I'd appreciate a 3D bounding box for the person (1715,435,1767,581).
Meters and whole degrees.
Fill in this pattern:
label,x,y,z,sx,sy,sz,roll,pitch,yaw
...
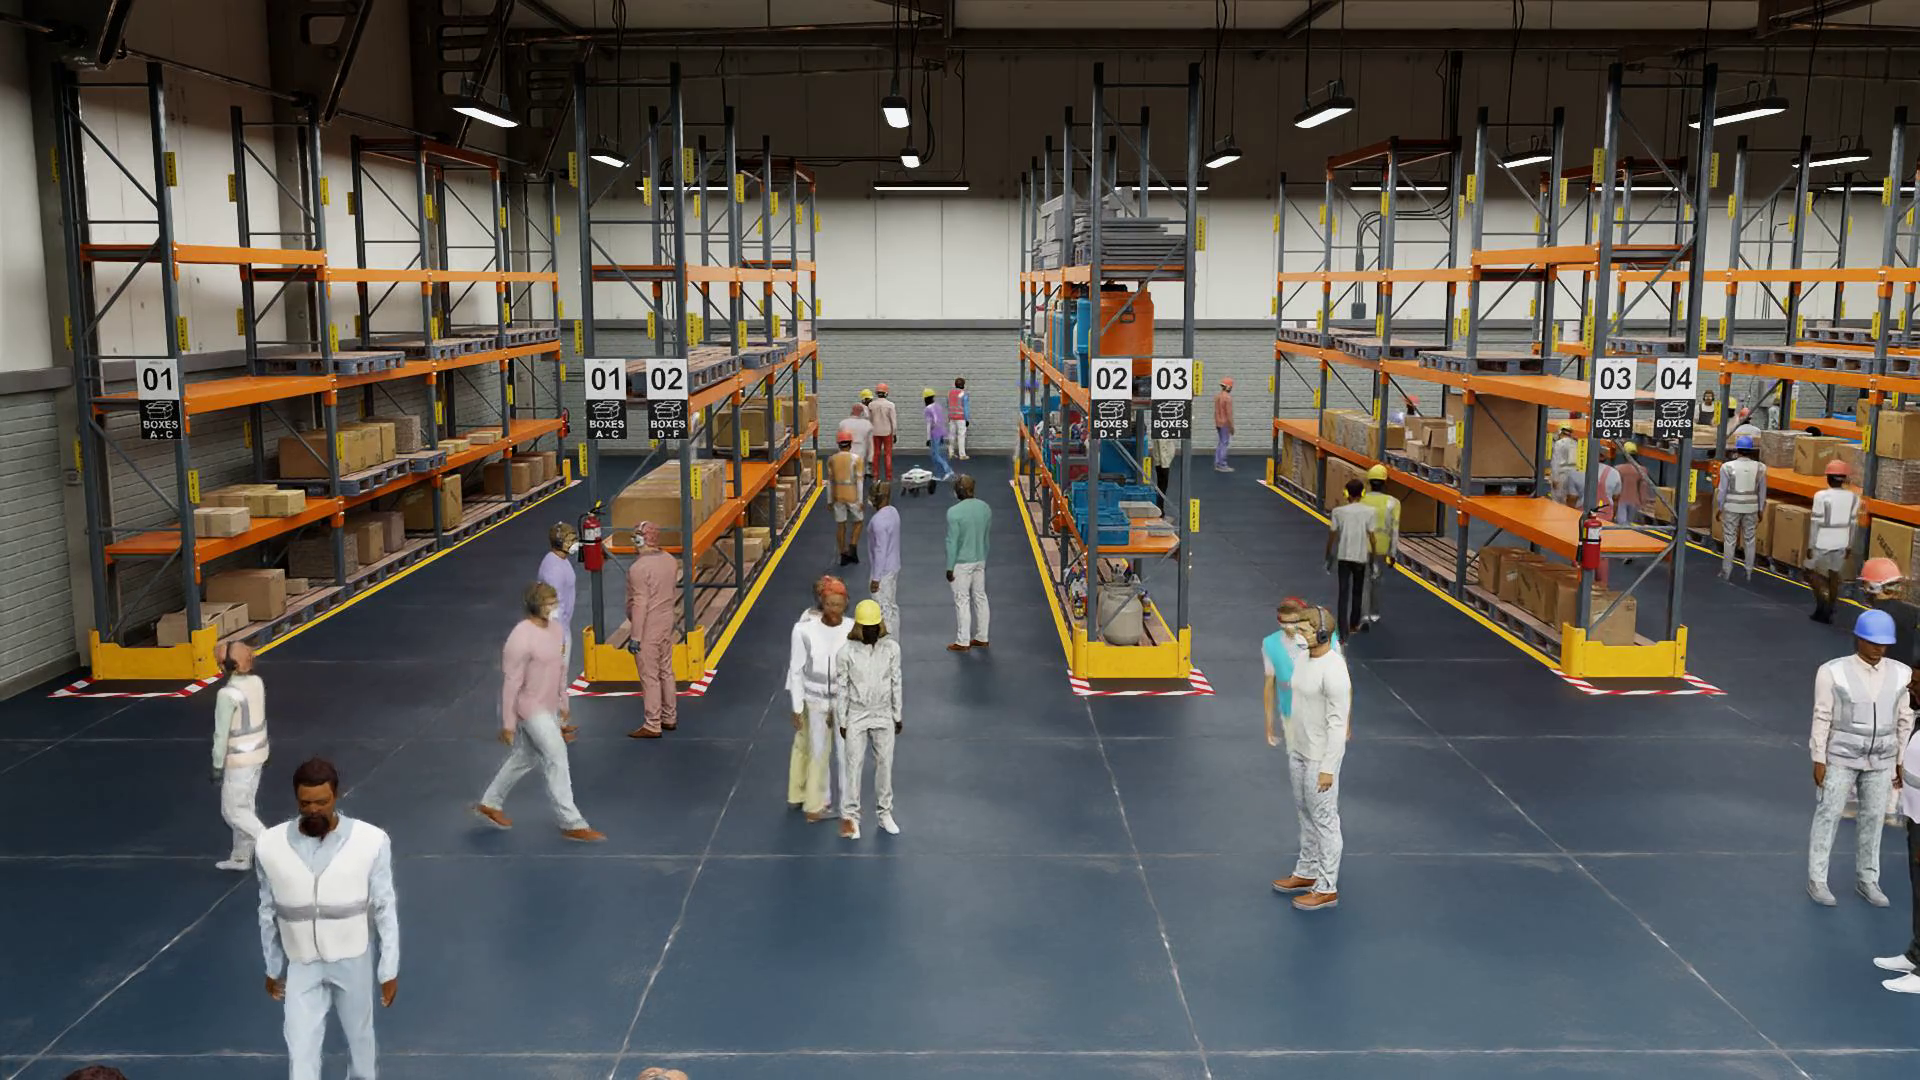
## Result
label,x,y,z,sx,sy,sz,roll,pitch,yaw
person,10.379,-0.417,22.124,0.616,1.945,0.397,1,9,8

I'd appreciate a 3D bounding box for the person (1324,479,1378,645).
label,x,y,z,sx,sy,sz,roll,pitch,yaw
person,4.339,0.228,18.466,0.572,1.795,1.046,2,9,12

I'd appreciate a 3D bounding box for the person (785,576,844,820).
label,x,y,z,sx,sy,sz,roll,pitch,yaw
person,-1.068,1.166,12.363,0.423,1.825,0.573,-3,9,-21

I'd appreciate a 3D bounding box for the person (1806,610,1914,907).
label,x,y,z,sx,sy,sz,roll,pitch,yaw
person,5.727,1.386,10.577,0.602,1.938,0.426,1,9,4

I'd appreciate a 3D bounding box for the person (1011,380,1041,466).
label,x,y,z,sx,sy,sz,roll,pitch,yaw
person,1.564,-2.502,35.717,0.988,1.894,0.629,-1,9,-6

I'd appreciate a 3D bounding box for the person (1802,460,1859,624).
label,x,y,z,sx,sy,sz,roll,pitch,yaw
person,10.107,0.029,19.328,0.583,1.924,0.399,-1,9,-5

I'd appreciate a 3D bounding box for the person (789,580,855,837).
label,x,y,z,sx,sy,sz,roll,pitch,yaw
person,-0.933,1.202,12.101,0.595,1.872,0.699,0,9,2

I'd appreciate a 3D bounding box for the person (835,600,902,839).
label,x,y,z,sx,sy,sz,roll,pitch,yaw
person,-0.644,1.276,11.922,0.486,1.736,0.323,-3,9,-21

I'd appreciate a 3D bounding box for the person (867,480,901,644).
label,x,y,z,sx,sy,sz,roll,pitch,yaw
person,-0.802,0.345,17.255,0.357,1.937,0.637,2,9,12

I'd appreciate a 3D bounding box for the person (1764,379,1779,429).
label,x,y,z,sx,sy,sz,roll,pitch,yaw
person,17.494,-2.522,35.808,0.485,1.903,0.683,2,9,10

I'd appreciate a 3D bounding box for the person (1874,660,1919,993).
label,x,y,z,sx,sy,sz,roll,pitch,yaw
person,5.436,1.588,9.316,0.395,1.920,0.587,4,10,25

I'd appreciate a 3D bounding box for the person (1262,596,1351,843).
label,x,y,z,sx,sy,sz,roll,pitch,yaw
person,2.396,1.280,11.671,0.627,1.799,0.657,6,11,34

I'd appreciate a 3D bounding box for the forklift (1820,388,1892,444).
label,x,y,z,sx,sy,sz,roll,pitch,yaw
forklift,20.072,-3.110,36.462,1.873,2.768,1.129,0,9,0

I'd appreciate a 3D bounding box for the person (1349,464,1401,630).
label,x,y,z,sx,sy,sz,roll,pitch,yaw
person,4.752,0.076,19.155,0.595,1.893,0.941,2,9,11

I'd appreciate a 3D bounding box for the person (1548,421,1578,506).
label,x,y,z,sx,sy,sz,roll,pitch,yaw
person,9.569,-0.984,26.292,0.654,1.789,0.494,-6,11,-34

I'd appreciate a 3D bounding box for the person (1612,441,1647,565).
label,x,y,z,sx,sy,sz,roll,pitch,yaw
person,9.433,-0.529,23.534,0.531,1.729,0.859,0,9,0

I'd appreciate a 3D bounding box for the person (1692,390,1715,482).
label,x,y,z,sx,sy,sz,roll,pitch,yaw
person,14.831,-2.069,33.081,0.507,1.847,0.343,3,9,20

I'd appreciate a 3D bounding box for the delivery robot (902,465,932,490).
label,x,y,z,sx,sy,sz,roll,pitch,yaw
delivery robot,-0.807,-1.154,31.008,0.477,0.478,0.707,4,10,24

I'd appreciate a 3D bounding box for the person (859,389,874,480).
label,x,y,z,sx,sy,sz,roll,pitch,yaw
person,-1.886,-2.125,33.484,0.404,1.829,0.600,4,10,23

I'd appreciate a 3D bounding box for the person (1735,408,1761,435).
label,x,y,z,sx,sy,sz,roll,pitch,yaw
person,13.820,-1.446,29.366,0.574,1.749,0.337,-2,9,-11

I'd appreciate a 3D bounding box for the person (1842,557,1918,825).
label,x,y,z,sx,sy,sz,roll,pitch,yaw
person,6.739,1.110,12.221,0.641,1.977,0.476,-3,9,-21

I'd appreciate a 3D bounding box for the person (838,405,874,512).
label,x,y,z,sx,sy,sz,roll,pitch,yaw
person,-1.825,-1.428,28.962,0.623,1.841,0.963,-2,9,-15

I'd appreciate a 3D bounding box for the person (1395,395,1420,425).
label,x,y,z,sx,sy,sz,roll,pitch,yaw
person,8.330,-1.762,30.929,0.554,1.910,0.859,1,9,8

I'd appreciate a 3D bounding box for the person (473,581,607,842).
label,x,y,z,sx,sy,sz,roll,pitch,yaw
person,-3.053,1.215,11.877,1.033,1.898,0.641,2,9,10

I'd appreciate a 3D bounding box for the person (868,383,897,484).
label,x,y,z,sx,sy,sz,roll,pitch,yaw
person,-1.520,-2.099,32.787,0.612,1.997,0.375,4,9,21

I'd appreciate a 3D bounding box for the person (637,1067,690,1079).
label,x,y,z,sx,sy,sz,roll,pitch,yaw
person,-0.900,2.397,5.020,0.523,1.636,0.311,-1,9,-6

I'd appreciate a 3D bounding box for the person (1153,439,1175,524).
label,x,y,z,sx,sy,sz,roll,pitch,yaw
person,3.377,-1.250,27.385,0.399,1.986,0.608,1,9,8

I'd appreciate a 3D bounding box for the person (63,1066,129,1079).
label,x,y,z,sx,sy,sz,roll,pitch,yaw
person,-2.286,2.328,4.562,0.597,1.916,0.370,-1,9,-5

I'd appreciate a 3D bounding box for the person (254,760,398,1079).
label,x,y,z,sx,sy,sz,roll,pitch,yaw
person,-2.815,1.911,7.398,0.607,1.871,0.949,-2,9,-12

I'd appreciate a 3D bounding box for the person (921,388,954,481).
label,x,y,z,sx,sy,sz,roll,pitch,yaw
person,-0.438,-2.086,33.117,0.720,1.883,0.652,4,10,23

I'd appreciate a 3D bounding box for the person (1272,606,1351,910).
label,x,y,z,sx,sy,sz,roll,pitch,yaw
person,2.263,1.377,10.616,0.372,1.940,0.630,-2,9,-11

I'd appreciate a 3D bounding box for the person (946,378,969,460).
label,x,y,z,sx,sy,sz,roll,pitch,yaw
person,-0.026,-2.720,37.332,0.624,1.835,0.431,8,12,42

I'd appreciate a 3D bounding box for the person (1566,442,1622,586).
label,x,y,z,sx,sy,sz,roll,pitch,yaw
person,7.891,-0.272,20.893,0.684,2.000,0.538,-1,9,-4

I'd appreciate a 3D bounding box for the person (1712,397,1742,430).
label,x,y,z,sx,sy,sz,roll,pitch,yaw
person,13.985,-1.661,30.310,0.597,1.901,0.743,0,9,2

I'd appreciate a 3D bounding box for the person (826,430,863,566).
label,x,y,z,sx,sy,sz,roll,pitch,yaw
person,-1.615,-0.594,23.412,0.566,1.904,0.503,2,9,14

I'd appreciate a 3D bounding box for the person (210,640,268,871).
label,x,y,z,sx,sy,sz,roll,pitch,yaw
person,-4.751,1.463,11.074,0.578,1.620,0.533,0,9,2

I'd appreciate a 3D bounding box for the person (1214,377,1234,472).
label,x,y,z,sx,sy,sz,roll,pitch,yaw
person,5.557,-2.420,34.899,0.405,1.985,0.627,-3,9,-16

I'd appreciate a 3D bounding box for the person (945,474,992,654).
label,x,y,z,sx,sy,sz,roll,pitch,yaw
person,0.084,0.252,17.892,0.368,1.930,0.628,8,12,43

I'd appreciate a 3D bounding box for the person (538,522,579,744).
label,x,y,z,sx,sy,sz,roll,pitch,yaw
person,-3.477,0.796,14.409,0.393,1.931,0.633,-1,9,-9

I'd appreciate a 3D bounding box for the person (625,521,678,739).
label,x,y,z,sx,sy,sz,roll,pitch,yaw
person,-2.727,0.779,14.566,0.403,1.906,0.652,3,9,19

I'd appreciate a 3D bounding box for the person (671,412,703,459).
label,x,y,z,sx,sy,sz,roll,pitch,yaw
person,-5.016,-1.715,30.567,0.554,1.917,0.583,0,9,3
